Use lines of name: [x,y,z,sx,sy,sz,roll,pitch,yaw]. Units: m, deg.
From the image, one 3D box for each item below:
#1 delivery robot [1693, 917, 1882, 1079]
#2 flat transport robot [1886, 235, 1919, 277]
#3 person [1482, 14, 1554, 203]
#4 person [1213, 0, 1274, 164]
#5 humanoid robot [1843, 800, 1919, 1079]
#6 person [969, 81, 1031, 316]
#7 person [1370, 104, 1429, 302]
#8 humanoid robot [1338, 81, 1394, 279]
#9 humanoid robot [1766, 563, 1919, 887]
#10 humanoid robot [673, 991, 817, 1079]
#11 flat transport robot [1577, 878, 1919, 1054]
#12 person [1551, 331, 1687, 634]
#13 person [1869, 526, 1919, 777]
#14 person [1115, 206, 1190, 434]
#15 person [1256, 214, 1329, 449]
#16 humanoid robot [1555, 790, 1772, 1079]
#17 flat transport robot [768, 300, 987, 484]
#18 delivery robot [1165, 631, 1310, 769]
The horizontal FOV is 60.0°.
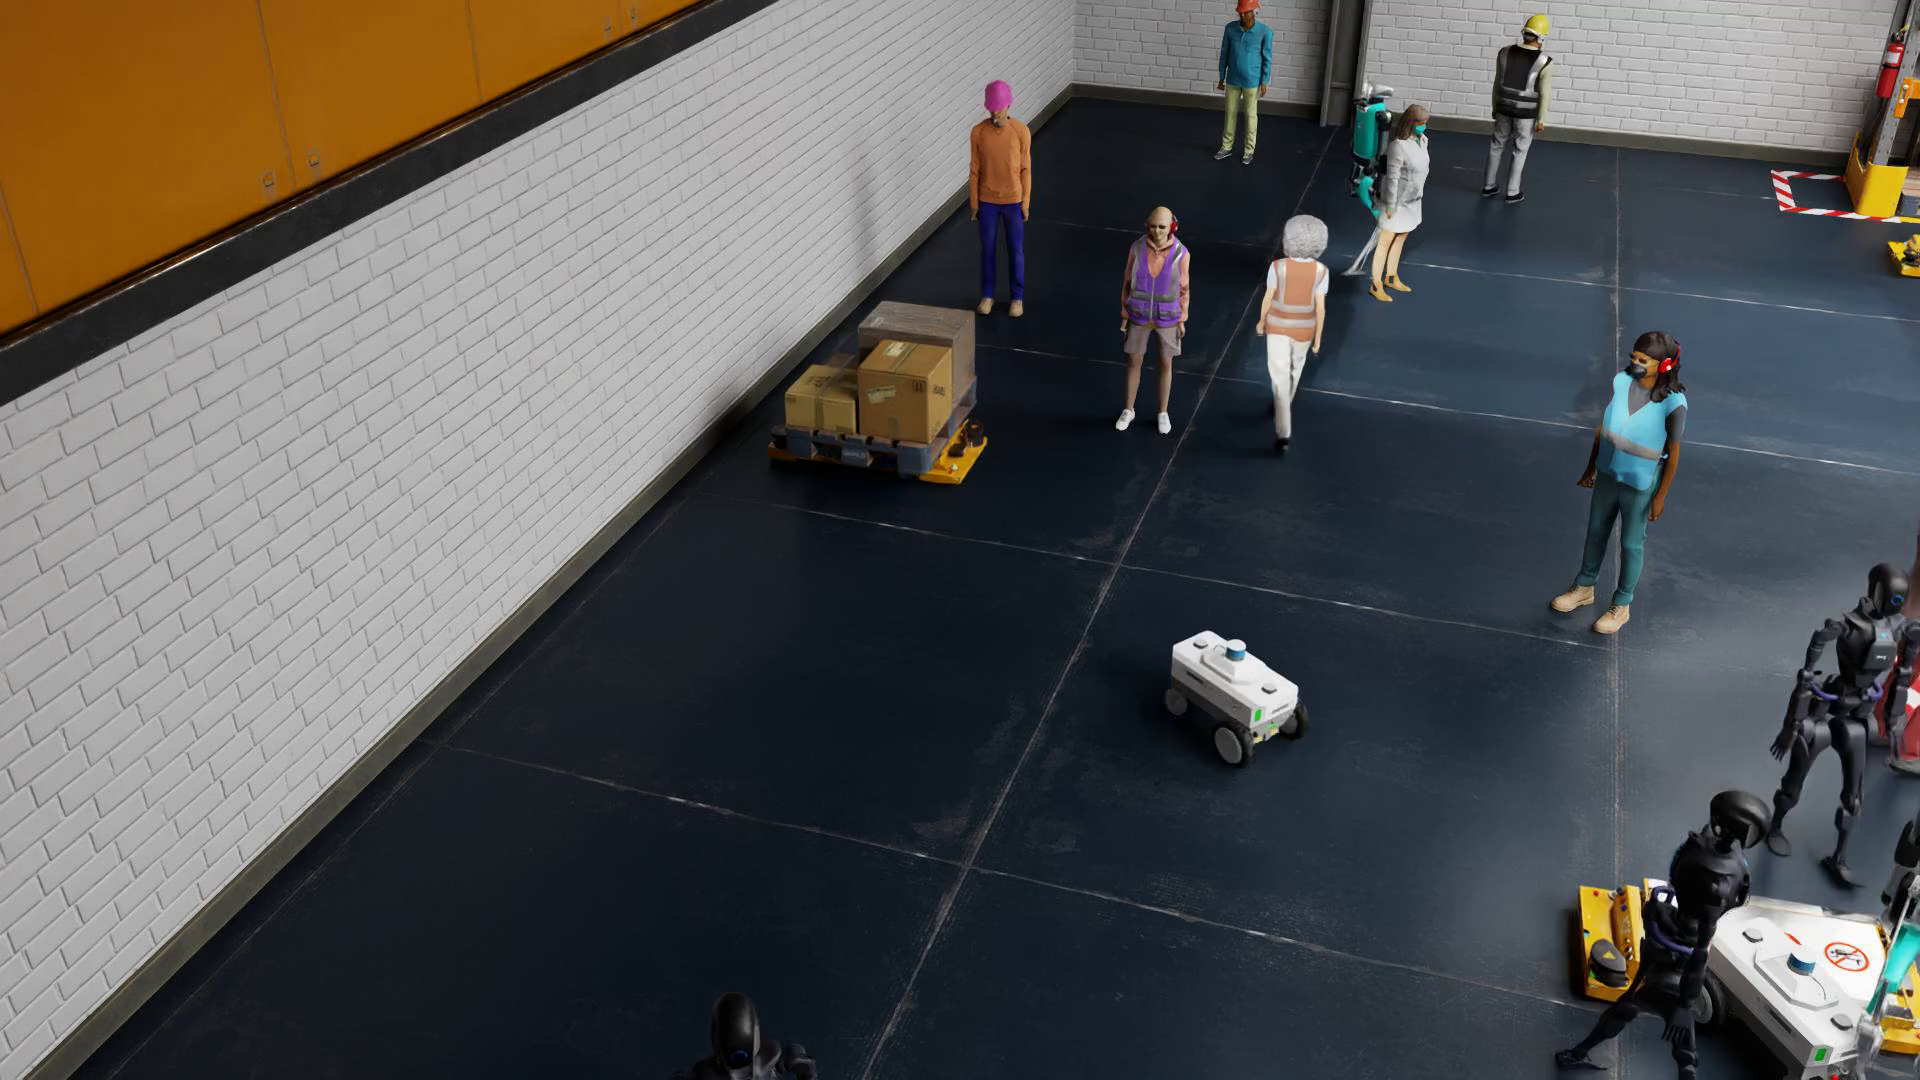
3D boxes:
delivery robot: [3.481,1.953,7.007,0.499,0.581,0.774,-9,32,-15]
flat transport robot: [9.146,-2.500,14.878,1.431,0.231,0.659,7,31,13]
person: [5.467,-4.203,16.252,0.598,1.818,0.403,26,39,37]
person: [2.949,-4.822,17.361,0.573,1.749,0.336,18,35,28]
humanoid robot: [3.811,1.590,6.493,0.536,1.787,0.773,25,38,35]
person: [0.325,-2.813,13.738,0.515,1.973,0.401,4,31,7]
person: [3.762,-2.865,14.122,0.339,1.663,0.480,27,40,38]
humanoid robot: [3.698,-3.077,14.448,0.708,1.830,0.537,-10,32,-16]
humanoid robot: [4.137,0.859,7.775,0.599,1.644,0.528,-2,31,-3]
humanoid robot: [-0.720,2.142,5.590,0.608,1.645,0.345,-12,33,-20]
flat transport robot: [3.536,1.879,7.428,1.431,0.231,0.659,8,31,13]
person: [3.865,-0.341,9.629,0.372,1.864,0.540,-19,35,-29]
person: [4.990,0.398,8.487,0.393,1.744,0.561,0,30,0]
person: [1.384,-1.568,11.885,0.479,1.694,0.347,7,31,12]
person: [2.355,-1.498,11.811,0.431,1.646,0.850,-1,30,-2]
humanoid robot: [2.849,1.612,6.533,0.720,1.630,0.613,10,32,16]
flat transport robot: [-0.581,-0.708,11.830,1.431,0.231,0.659,9,32,15]
delivery robot: [1.477,0.827,8.953,0.499,0.611,0.814,-21,36,-31]
